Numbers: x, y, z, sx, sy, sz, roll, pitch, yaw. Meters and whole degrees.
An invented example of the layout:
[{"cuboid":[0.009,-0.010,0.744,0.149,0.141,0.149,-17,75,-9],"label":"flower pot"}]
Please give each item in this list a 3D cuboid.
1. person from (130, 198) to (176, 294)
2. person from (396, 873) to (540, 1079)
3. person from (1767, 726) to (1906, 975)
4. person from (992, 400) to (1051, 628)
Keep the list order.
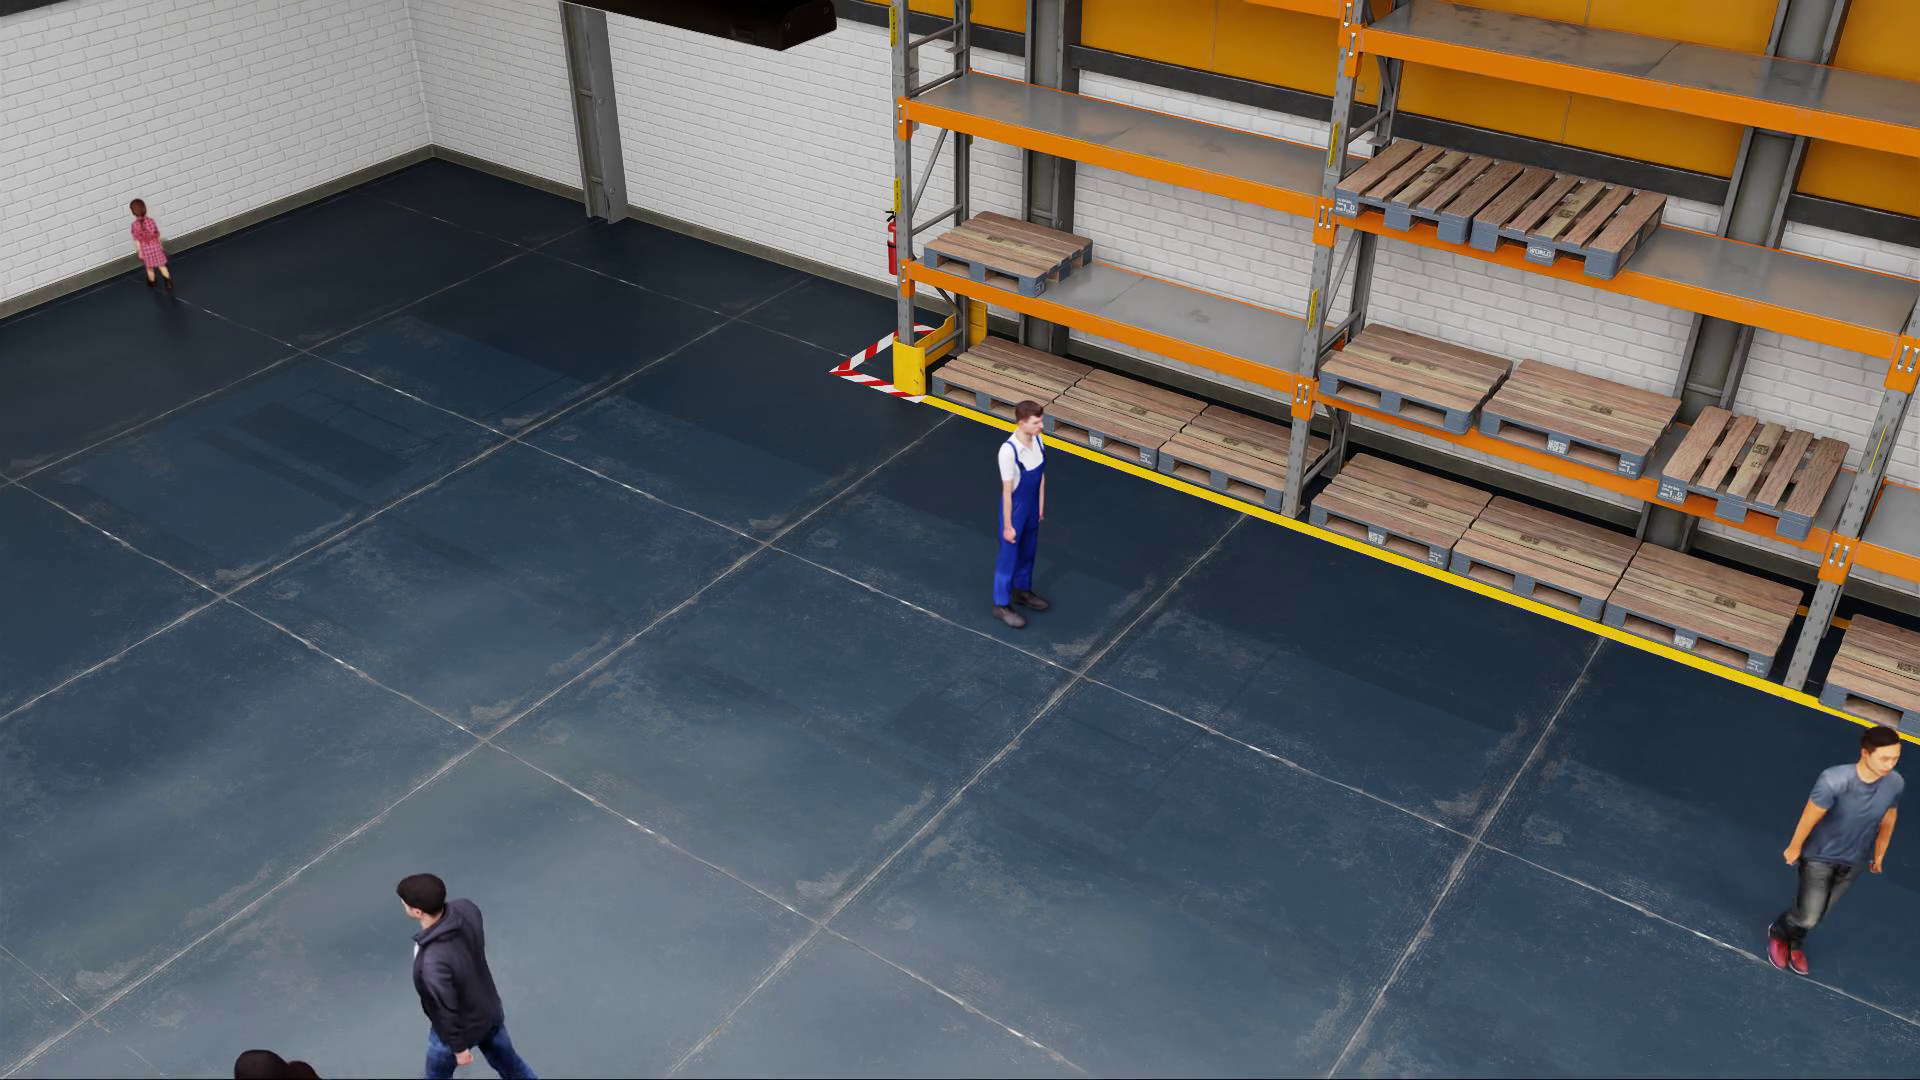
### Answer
[{"cuboid":[-8.429,-3.046,17.316,0.735,1.016,0.501,29,43,36],"label":"person"},{"cuboid":[-2.391,2.416,8.362,1.286,1.829,1.044,5,34,8],"label":"person"},{"cuboid":[4.917,1.708,9.456,0.772,1.799,0.847,-3,34,-4],"label":"person"},{"cuboid":[0.443,-0.235,12.333,0.562,1.849,0.625,24,40,31],"label":"person"}]
